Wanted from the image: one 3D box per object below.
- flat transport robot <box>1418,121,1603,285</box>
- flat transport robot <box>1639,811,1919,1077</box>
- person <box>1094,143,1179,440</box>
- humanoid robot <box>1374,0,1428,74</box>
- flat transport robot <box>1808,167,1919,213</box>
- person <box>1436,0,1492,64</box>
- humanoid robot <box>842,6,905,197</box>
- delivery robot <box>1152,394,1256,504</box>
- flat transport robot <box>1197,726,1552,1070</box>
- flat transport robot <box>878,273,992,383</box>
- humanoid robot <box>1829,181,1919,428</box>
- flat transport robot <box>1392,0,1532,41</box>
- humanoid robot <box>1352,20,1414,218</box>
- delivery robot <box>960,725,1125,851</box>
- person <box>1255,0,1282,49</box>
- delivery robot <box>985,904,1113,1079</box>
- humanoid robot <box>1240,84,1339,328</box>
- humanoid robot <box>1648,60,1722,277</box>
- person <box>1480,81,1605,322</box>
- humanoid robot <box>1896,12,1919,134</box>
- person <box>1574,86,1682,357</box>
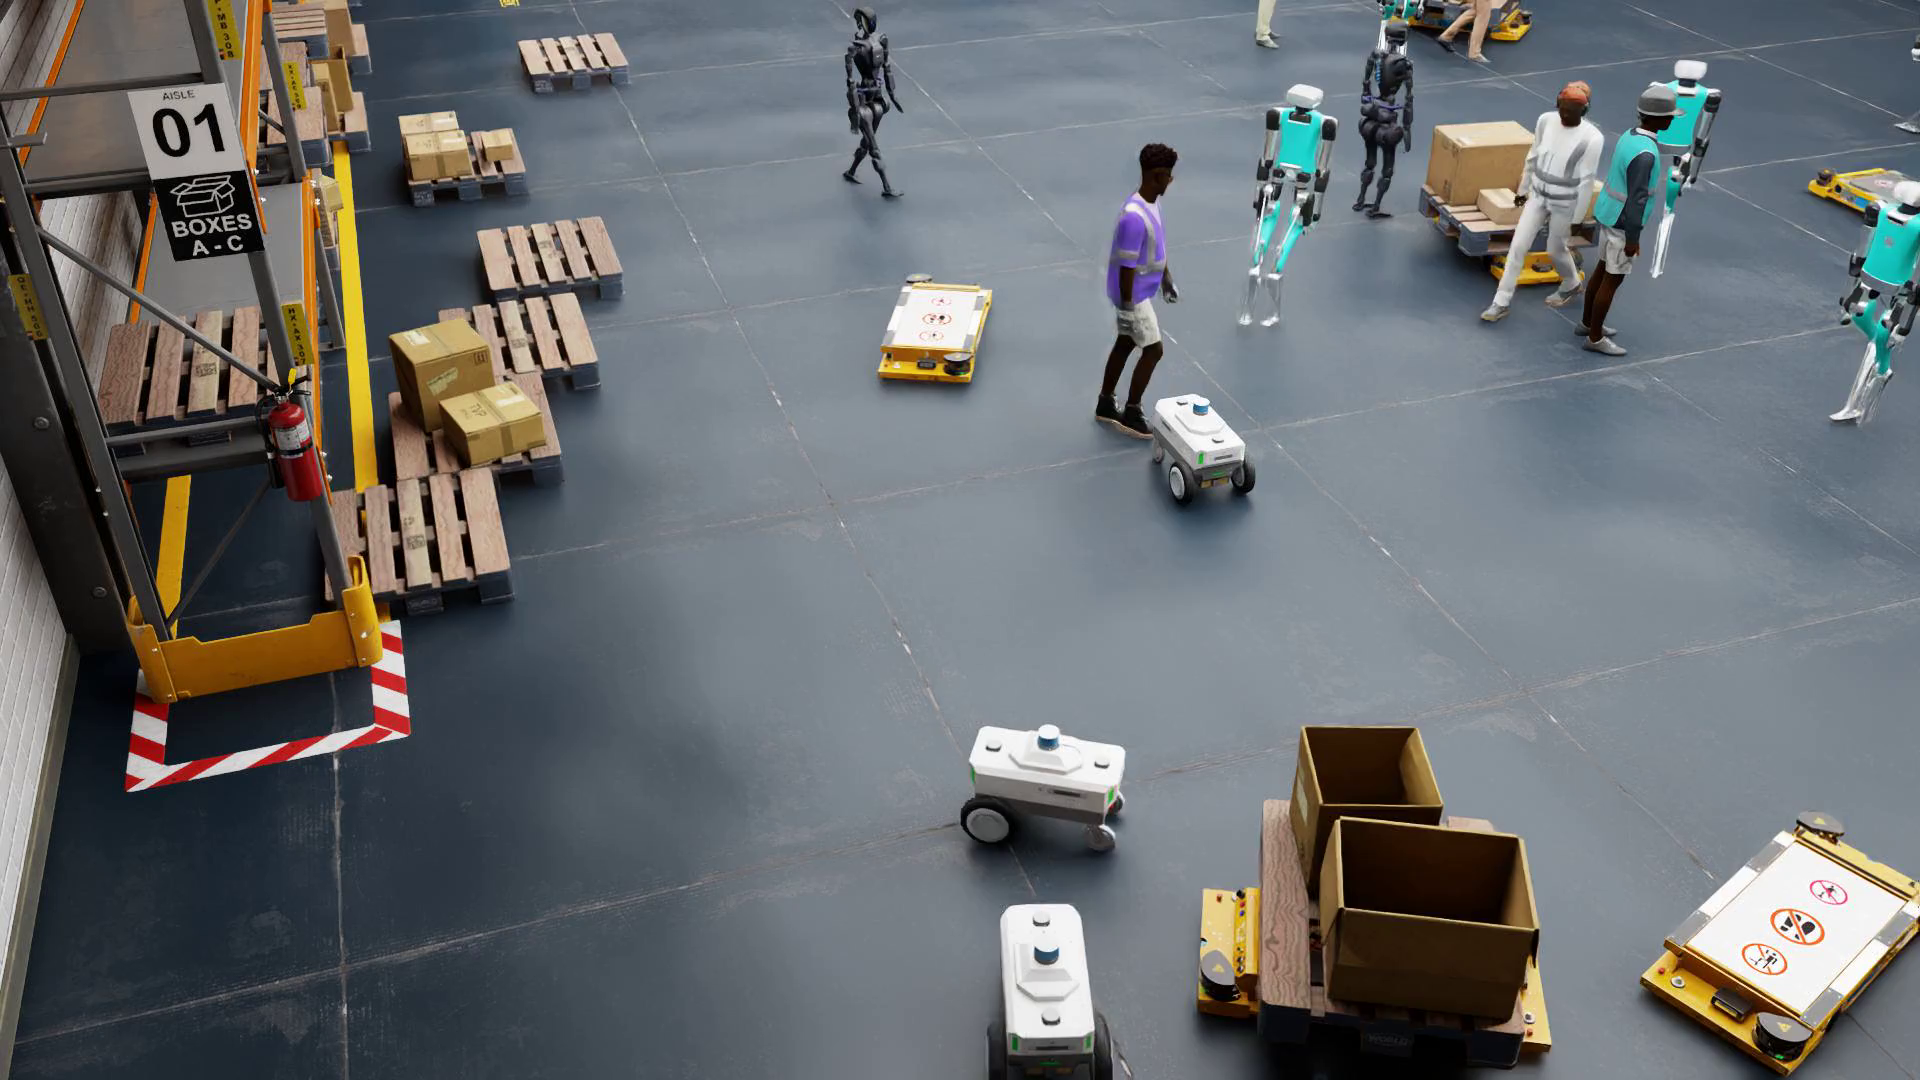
[{"bbox_3d":[4.488,-2.465,13.639,0.659,0.231,1.431,-6,34,-8],"label":"flat transport robot"},{"bbox_3d":[3.644,1.713,7.231,1.431,0.231,0.659,-25,41,-33],"label":"flat transport robot"},{"bbox_3d":[1.204,-1.626,10.844,0.639,1.916,0.636,7,34,10],"label":"person"},{"bbox_3d":[4.543,-5.647,17.052,0.533,1.677,0.735,6,34,10],"label":"humanoid robot"},{"bbox_3d":[8.085,-2.881,14.277,0.659,0.231,1.431,-11,35,-16],"label":"flat transport robot"},{"bbox_3d":[5.514,-5.920,17.687,0.581,1.653,0.529,5,33,8],"label":"person"},{"bbox_3d":[-0.758,-3.830,14.490,0.786,1.627,0.602,24,40,32],"label":"humanoid robot"},{"bbox_3d":[1.511,-0.618,10.524,0.499,0.572,0.747,-11,35,-16],"label":"delivery robot"},{"bbox_3d":[1.747,1.800,7.097,1.431,0.231,0.659,5,33,7],"label":"flat transport robot"},{"bbox_3d":[-0.166,-1.567,12.262,0.659,0.231,1.431,4,33,6],"label":"flat transport robot"},{"bbox_3d":[6.079,-1.449,10.845,0.713,1.907,0.549,-15,36,-22],"label":"humanoid robot"},{"bbox_3d":[5.739,-5.956,18.994,1.431,0.231,0.659,17,37,24],"label":"flat transport robot"},{"bbox_3d":[3.569,-3.533,13.989,0.328,1.656,0.600,-19,37,-26],"label":"humanoid robot"},{"bbox_3d":[0.392,1.136,7.861,0.801,0.602,0.499,7,34,11],"label":"delivery robot"},{"bbox_3d":[3.417,-6.323,18.123,0.390,1.838,0.603,10,34,15],"label":"person"},{"bbox_3d":[0.346,1.859,6.754,0.499,0.604,0.808,-1,33,-1],"label":"delivery robot"},{"bbox_3d":[2.334,-2.350,12.143,0.541,1.795,0.785,16,36,23],"label":"humanoid robot"},{"bbox_3d":[5.508,-2.941,13.039,0.536,1.773,0.752,10,34,15],"label":"humanoid robot"},{"bbox_3d":[4.386,-2.524,12.298,0.875,1.845,0.661,-22,39,-29],"label":"person"},{"bbox_3d":[9.361,-4.587,15.587,0.548,1.829,0.903,-15,36,-22],"label":"humanoid robot"},{"bbox_3d":[4.712,-2.269,11.810,0.428,1.938,0.565,4,33,7],"label":"person"}]
